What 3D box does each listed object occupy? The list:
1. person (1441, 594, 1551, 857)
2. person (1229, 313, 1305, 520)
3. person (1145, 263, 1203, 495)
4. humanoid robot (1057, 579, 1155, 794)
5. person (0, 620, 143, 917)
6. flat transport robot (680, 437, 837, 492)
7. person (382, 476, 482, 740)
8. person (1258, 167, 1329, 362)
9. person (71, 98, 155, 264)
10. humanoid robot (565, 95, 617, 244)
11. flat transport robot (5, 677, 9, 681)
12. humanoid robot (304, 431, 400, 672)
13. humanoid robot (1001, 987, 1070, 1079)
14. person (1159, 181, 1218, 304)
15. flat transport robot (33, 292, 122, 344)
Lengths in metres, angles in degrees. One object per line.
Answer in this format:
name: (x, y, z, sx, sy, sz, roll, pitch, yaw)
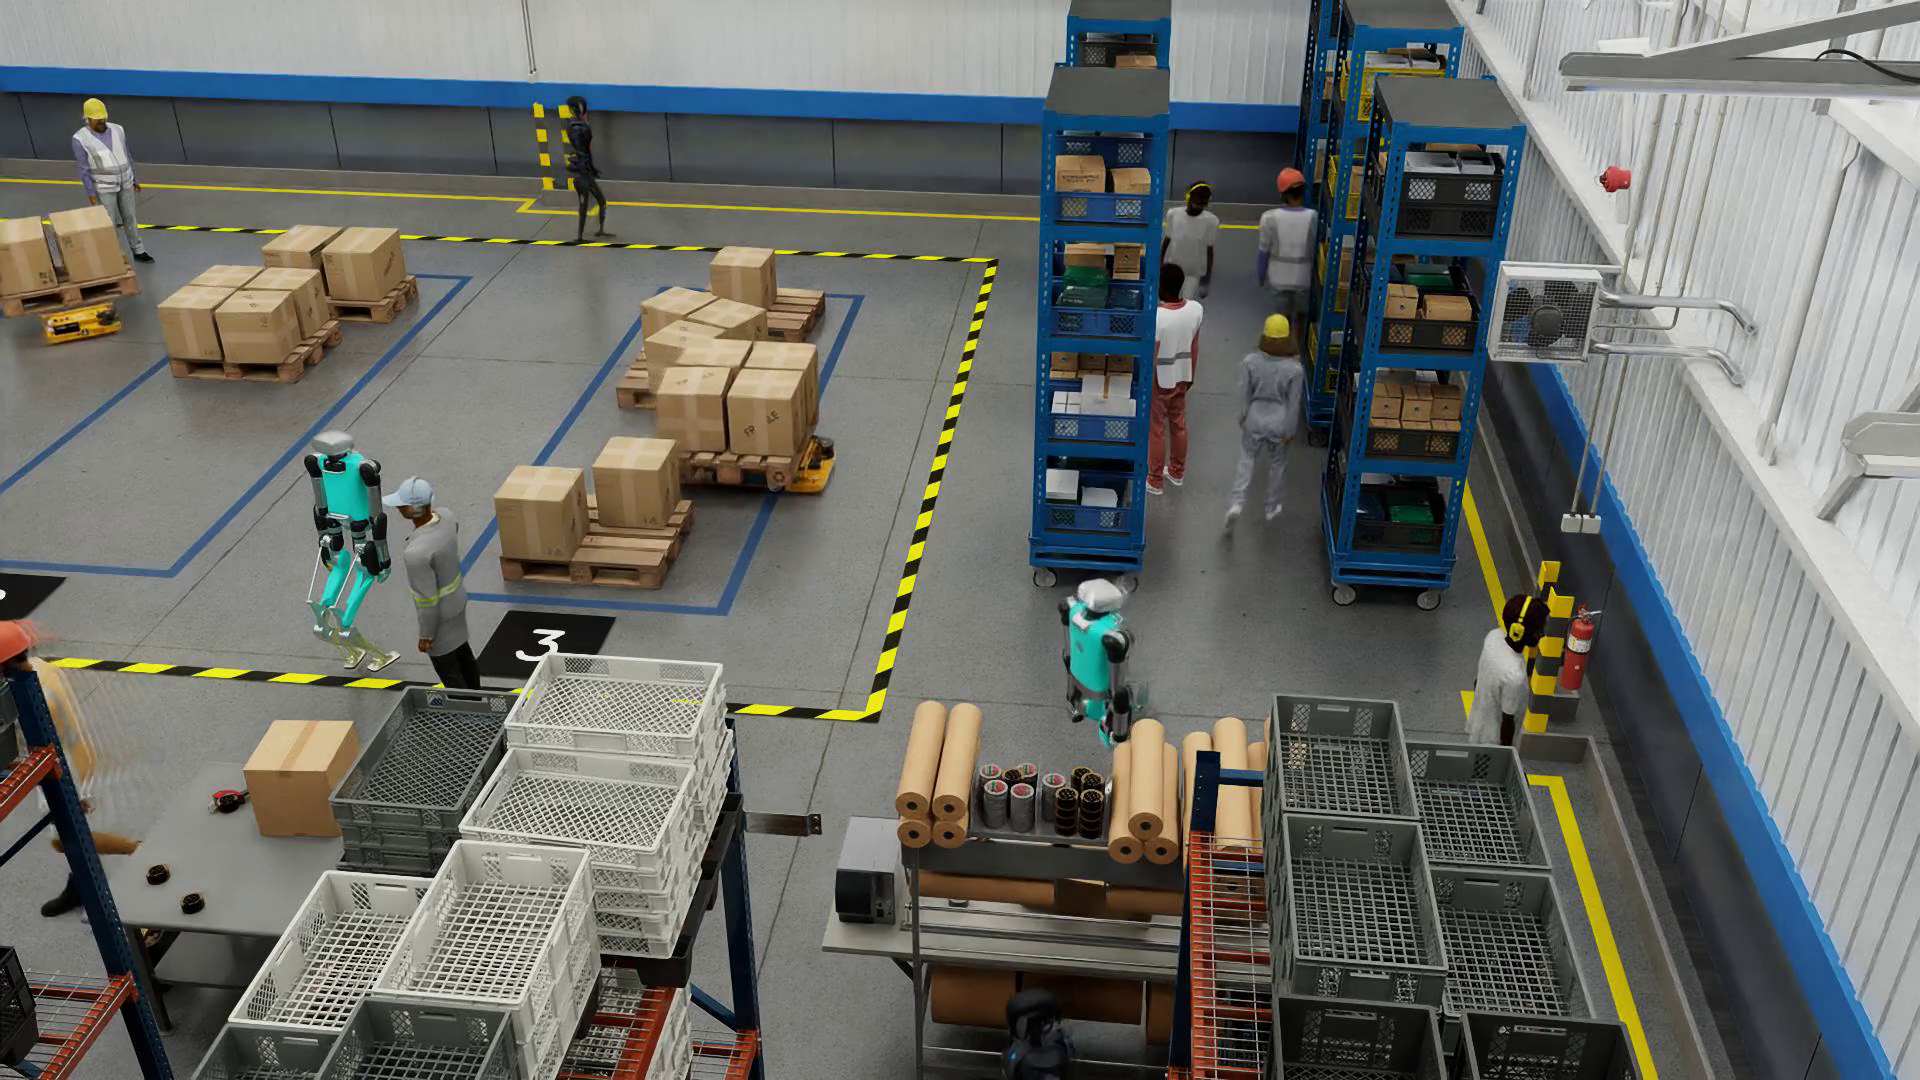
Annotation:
person: (2.960, 1.108, 9.187, 0.334, 1.864, 0.517, 1, 30, 1)
person: (2.357, -0.899, 12.776, 0.495, 1.731, 0.507, 12, 32, 20)
person: (1.649, -1.271, 13.218, 0.598, 1.917, 0.377, -21, 36, -32)
humanoid robot: (0.941, 0.942, 9.618, 1.010, 1.748, 0.535, -19, 35, -29)
person: (-4.813, 1.211, 8.957, 0.646, 1.914, 0.564, -17, 34, -27)
flat transport robot: (-1.785, -0.664, 13.786, 1.431, 0.197, 0.652, 3, 30, 6)
person: (-3.268, 0.430, 10.360, 0.384, 1.851, 0.596, 2, 30, 3)
person: (2.992, -2.362, 15.016, 0.658, 2.000, 0.440, 5, 31, 9)
person: (-8.955, -3.762, 17.583, 0.404, 1.827, 0.598, 17, 34, 27)
humanoid robot: (-4.092, -4.045, 18.221, 0.469, 1.644, 0.585, -2, 30, -4)
flat transport robot: (-7.142, 0.969, 11.010, 1.431, 0.231, 0.659, 3, 30, 6)
humanoid robot: (-4.055, 0.152, 10.824, 0.533, 1.673, 0.735, 9, 31, 16)
humanoid robot: (0.390, 2.508, 6.982, 0.534, 1.641, 0.614, -10, 32, -17)
person: (2.060, -2.427, 15.284, 0.542, 1.837, 0.395, 7, 31, 12)
flat transport robot: (-8.908, -2.361, 16.700, 0.652, 0.197, 1.431, -18, 35, -28)
